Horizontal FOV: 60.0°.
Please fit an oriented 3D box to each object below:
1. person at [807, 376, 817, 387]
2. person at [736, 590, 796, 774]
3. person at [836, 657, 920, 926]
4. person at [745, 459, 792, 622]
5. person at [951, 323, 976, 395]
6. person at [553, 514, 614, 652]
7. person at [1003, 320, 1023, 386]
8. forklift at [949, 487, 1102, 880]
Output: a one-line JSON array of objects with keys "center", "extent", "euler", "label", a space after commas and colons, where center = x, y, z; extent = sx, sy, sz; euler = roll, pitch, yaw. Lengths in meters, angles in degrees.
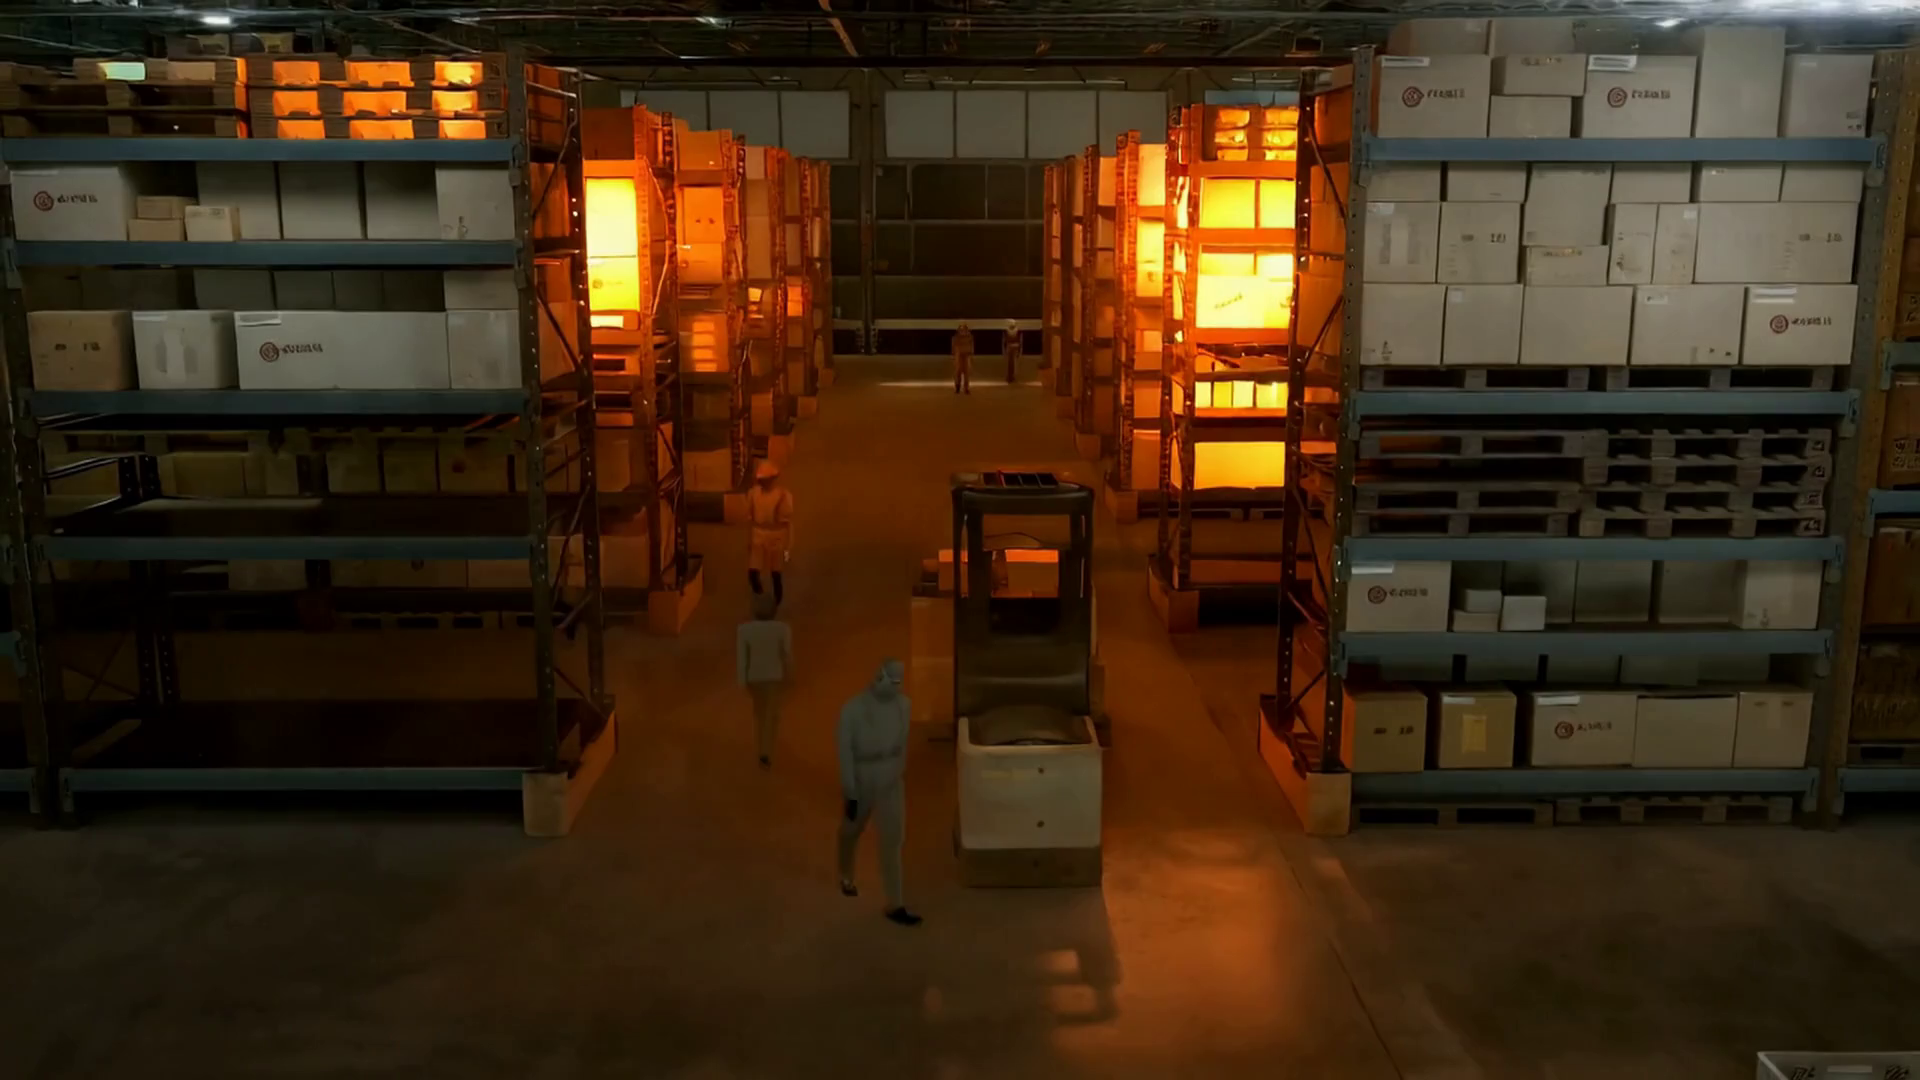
[{"center": [-4.216, -4.728, 44.172], "extent": [0.859, 1.643, 0.554], "euler": [-8, 14, -36], "label": "person"}, {"center": [-1.734, 1.238, 14.748], "extent": [0.502, 1.605, 0.805], "euler": [1, 11, 5], "label": "person"}, {"center": [-0.600, 1.724, 11.761], "extent": [0.654, 1.844, 1.003], "euler": [-7, 14, -33], "label": "person"}, {"center": [-2.276, 0.051, 19.603], "extent": [0.614, 2.020, 0.624], "euler": [3, 12, 17], "label": "person"}, {"center": [0.089, -4.749, 43.667], "extent": [0.649, 1.904, 0.401], "euler": [-1, 11, -4], "label": "person"}, {"center": [-4.229, 0.435, 18.525], "extent": [0.611, 1.677, 0.547], "euler": [-1, 11, -6], "label": "person"}, {"center": [1.466, -5.167, 45.981], "extent": [0.590, 1.809, 0.901], "euler": [0, 11, -2], "label": "person"}, {"center": [0.495, 0.986, 12.813], "extent": [1.129, 2.768, 1.873], "euler": [0, 11, -2], "label": "forklift"}]
